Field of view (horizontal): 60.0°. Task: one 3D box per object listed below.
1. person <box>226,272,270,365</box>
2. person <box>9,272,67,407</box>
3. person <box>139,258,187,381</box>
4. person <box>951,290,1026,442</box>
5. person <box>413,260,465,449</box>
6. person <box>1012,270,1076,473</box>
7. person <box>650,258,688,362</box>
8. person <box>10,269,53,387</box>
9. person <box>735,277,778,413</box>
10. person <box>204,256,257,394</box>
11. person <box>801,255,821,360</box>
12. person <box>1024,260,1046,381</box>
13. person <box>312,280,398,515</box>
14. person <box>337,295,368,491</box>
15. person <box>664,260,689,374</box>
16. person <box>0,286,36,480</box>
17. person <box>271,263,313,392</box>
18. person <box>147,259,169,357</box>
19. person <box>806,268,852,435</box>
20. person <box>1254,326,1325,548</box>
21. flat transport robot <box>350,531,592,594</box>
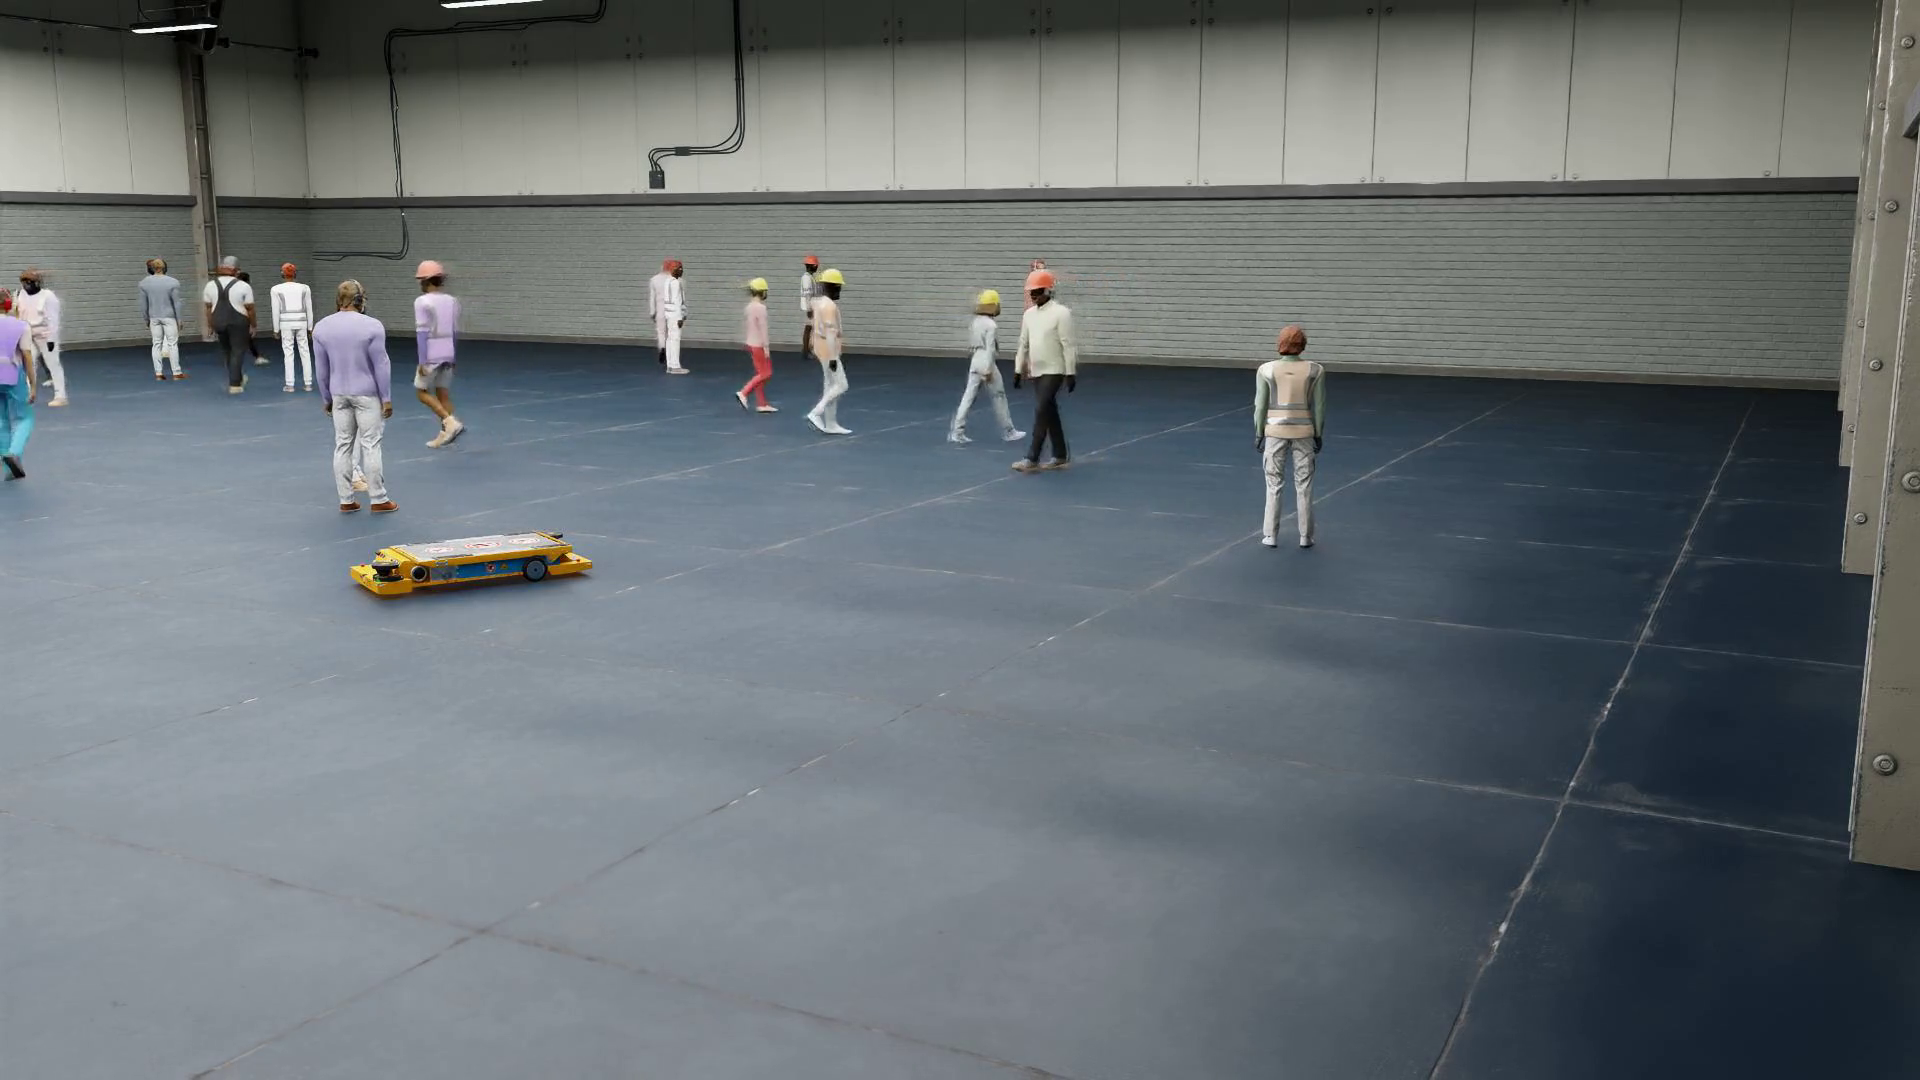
[{"bbox_3d":[-12.603,-3.872,29.231,0.542,1.648,0.880,8,13,36],"label":"person"},{"bbox_3d":[-12.329,-2.650,22.132,0.652,1.804,0.891,2,11,10],"label":"person"},{"bbox_3d":[-12.617,-3.485,26.327,0.629,1.940,0.377,0,10,-2],"label":"person"},{"bbox_3d":[0.294,-1.924,18.485,0.924,1.693,0.488,-6,12,-31],"label":"person"},{"bbox_3d":[-5.571,-1.963,17.780,0.533,2.032,0.608,5,11,23],"label":"person"},{"bbox_3d":[0.726,-1.622,16.101,0.921,1.952,0.656,-8,13,-36],"label":"person"},{"bbox_3d":[-5.180,-4.068,29.637,0.662,1.887,0.492,0,10,-3],"label":"person"},{"bbox_3d":[-13.938,-3.152,24.933,0.521,1.783,1.020,3,11,15],"label":"person"},{"bbox_3d":[-2.624,-2.499,21.427,0.534,1.750,0.544,-5,12,-26],"label":"person"},{"bbox_3d":[-10.633,-3.191,24.444,0.685,2.000,1.014,1,10,3],"label":"person"},{"bbox_3d":[-2.756,-4.303,30.800,0.377,1.932,0.552,0,10,-3],"label":"person"},{"bbox_3d":[1.231,-3.468,26.323,0.409,1.908,0.642,2,11,10],"label":"person"},{"bbox_3d":[-4.968,-1.163,13.682,0.627,1.933,0.371,1,10,7],"label":"person"},{"bbox_3d":[-5.475,-1.356,15.010,0.428,1.835,0.627,-3,11,-17],"label":"person"},{"bbox_3d":[-4.748,-3.713,27.716,0.337,1.882,0.584,-5,11,-25],"label":"person"},{"bbox_3d":[-8.917,-1.444,15.504,0.569,1.831,0.522,-1,10,-8],"label":"person"},{"bbox_3d":[-9.831,-3.125,24.519,0.573,1.883,0.356,-7,13,-35],"label":"person"},{"bbox_3d":[-15.124,-4.363,31.392,0.430,1.840,0.624,-5,12,-27],"label":"person"},{"bbox_3d":[-1.494,-2.146,19.071,0.440,1.913,0.618,-2,11,-13],"label":"person"},{"bbox_3d":[2.418,-0.751,12.238,0.514,1.639,0.317,1,10,8],"label":"person"},{"bbox_3d":[-3.263,0.136,11.129,1.431,0.197,0.652,-7,13,-34],"label":"flat transport robot"}]
